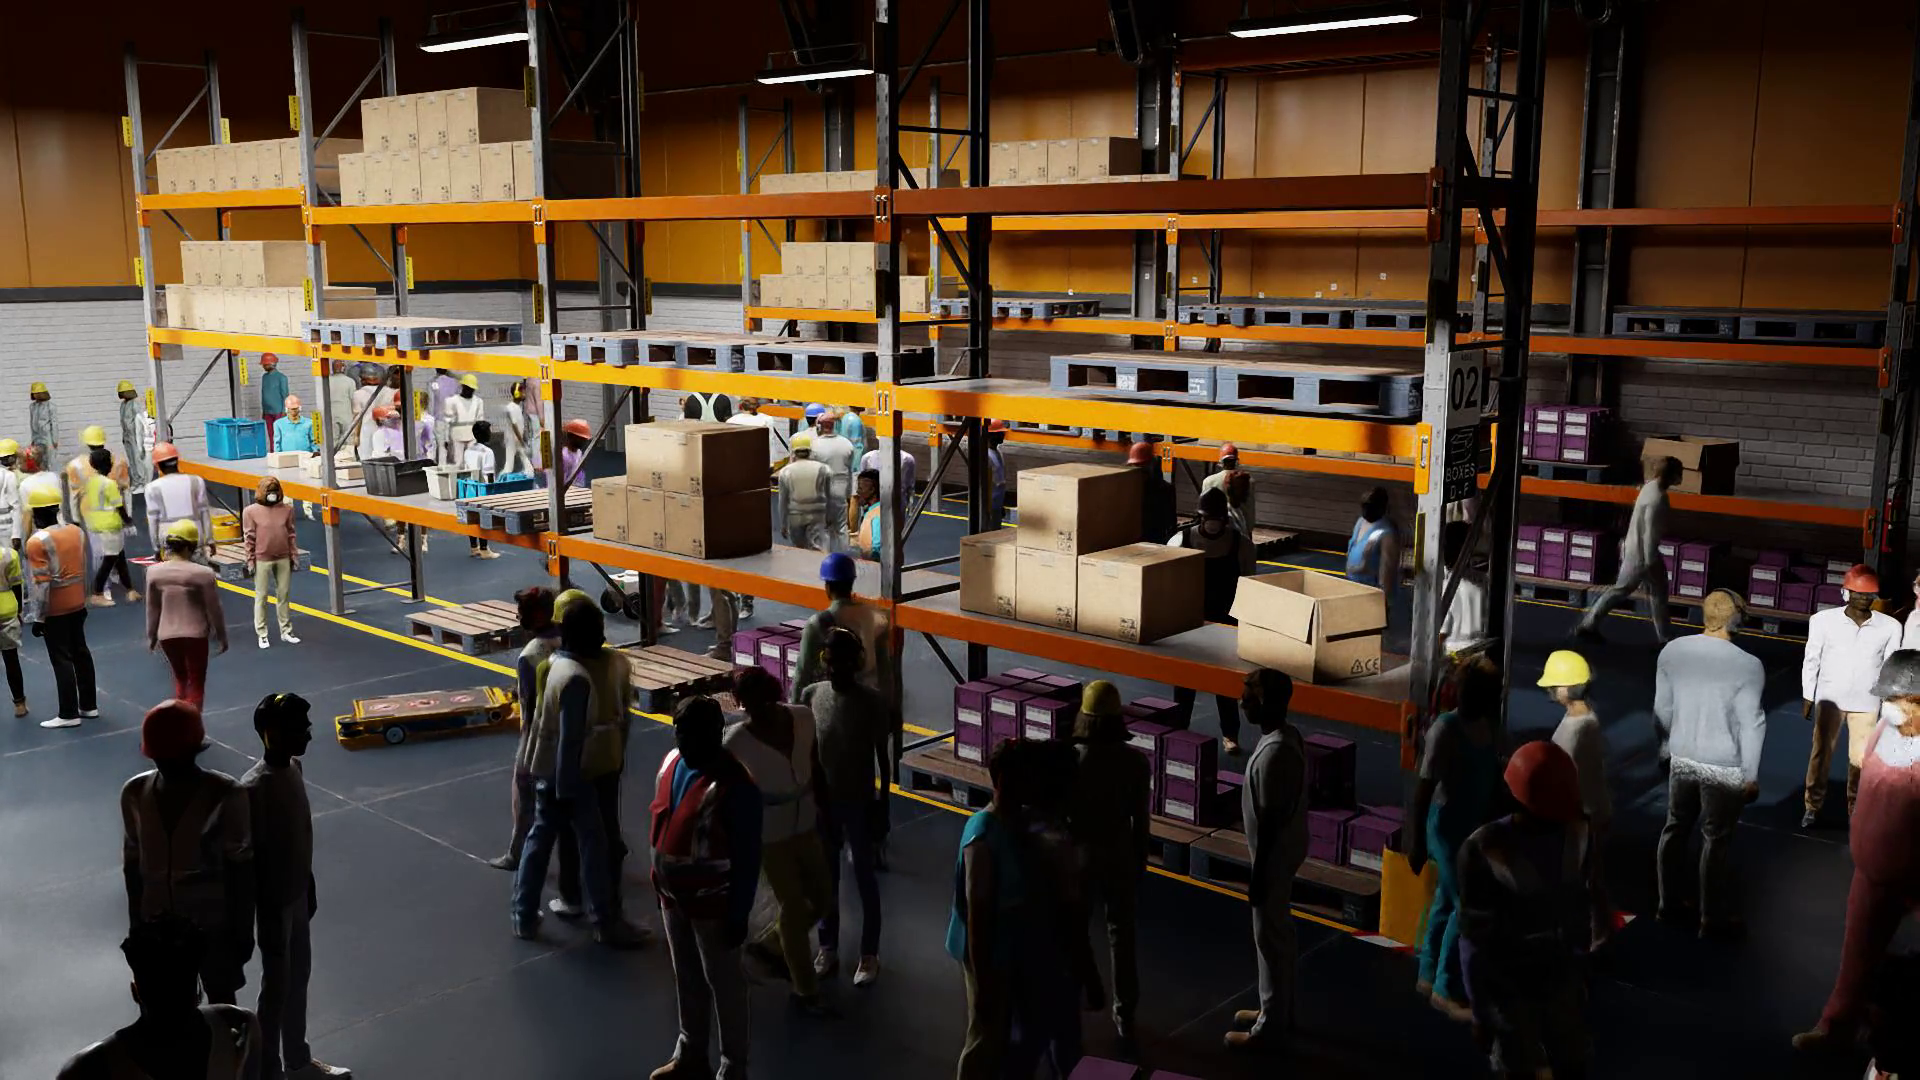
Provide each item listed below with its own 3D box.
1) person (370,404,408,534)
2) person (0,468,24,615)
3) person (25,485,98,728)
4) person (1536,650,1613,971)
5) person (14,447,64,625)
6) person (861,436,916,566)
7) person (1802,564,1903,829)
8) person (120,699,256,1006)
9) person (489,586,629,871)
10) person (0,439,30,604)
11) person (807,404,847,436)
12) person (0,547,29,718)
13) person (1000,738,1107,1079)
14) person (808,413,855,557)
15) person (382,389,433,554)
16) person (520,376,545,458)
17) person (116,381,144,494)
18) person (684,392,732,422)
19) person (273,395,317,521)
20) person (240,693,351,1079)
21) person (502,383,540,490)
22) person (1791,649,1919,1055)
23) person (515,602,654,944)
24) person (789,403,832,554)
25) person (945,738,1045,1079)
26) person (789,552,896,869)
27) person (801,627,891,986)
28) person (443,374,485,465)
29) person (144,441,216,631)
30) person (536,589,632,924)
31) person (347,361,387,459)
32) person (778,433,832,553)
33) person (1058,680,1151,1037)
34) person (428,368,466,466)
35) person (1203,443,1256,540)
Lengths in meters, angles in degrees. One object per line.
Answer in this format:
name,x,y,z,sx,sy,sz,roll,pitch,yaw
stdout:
person,-7.465,-0.911,21.704,0.432,1.727,0.592,4,11,23
person,-9.589,-0.071,16.539,0.574,1.883,0.360,3,10,16
person,-7.097,0.519,13.077,0.382,1.924,0.594,1,10,7
person,3.150,1.410,8.559,0.566,1.729,0.532,1,10,8
person,-9.120,-0.033,16.557,0.644,1.809,0.650,1,10,6
person,-0.772,-0.321,17.830,0.593,1.924,0.381,0,10,-1
person,5.742,1.017,10.742,0.563,1.755,0.322,4,11,20
person,-3.240,1.596,6.996,0.548,1.927,0.390,0,10,2
person,-2.421,1.143,9.908,0.871,1.801,0.589,4,11,22
person,-9.990,-0.200,17.630,0.524,1.761,0.339,6,11,29
person,-1.698,-0.940,21.518,0.671,1.858,0.596,-8,13,-39
person,-7.719,0.609,13.222,0.532,1.696,0.319,-7,12,-35
person,0.452,1.687,6.779,0.834,1.814,0.516,-4,11,-19
person,-1.508,-0.497,18.919,0.655,1.901,0.399,-7,12,-36
person,-6.781,-0.841,20.437,0.606,2.044,0.373,-1,10,-4
person,-7.226,-2.044,28.131,0.490,1.728,0.324,1,10,3
person,-12.695,-1.573,25.457,0.483,1.737,0.321,8,13,38
person,-3.606,-1.457,23.932,0.673,2.000,0.535,-1,10,-6
person,-9.102,-1.114,22.801,0.559,1.752,0.325,-6,11,-29
person,-2.948,1.578,7.290,0.333,1.860,0.509,0,10,1
person,-6.271,-1.341,23.899,0.949,1.817,0.494,0,10,2
person,4.482,1.425,7.634,1.005,2.000,0.701,-2,10,-10
person,-2.120,1.262,9.053,0.673,1.873,0.643,-5,11,-26
person,-1.707,-0.637,19.575,0.602,1.941,0.402,4,11,20
person,0.152,1.688,6.740,0.389,1.835,0.563,4,11,22
person,-0.760,1.019,10.329,0.607,1.885,1.033,-9,14,-43
person,-0.596,1.355,8.544,0.513,1.862,0.328,4,11,19
person,-7.432,-1.545,24.875,0.615,1.886,0.598,-8,13,-37
person,-7.507,0.002,16.037,0.588,1.914,0.433,-6,11,-29
person,-2.097,1.208,9.232,0.602,1.900,0.676,-7,12,-35
person,-10.560,-2.459,29.594,0.677,2.000,0.536,-7,12,-36
person,-1.642,-0.230,17.739,0.594,1.793,0.876,-1,10,-7
person,0.660,1.523,7.958,0.487,1.735,0.339,-1,10,-6
person,-8.674,-2.149,28.322,0.696,1.869,0.732,1,10,3
person,2.794,-0.137,17.319,0.559,1.742,0.355,1,10,4
